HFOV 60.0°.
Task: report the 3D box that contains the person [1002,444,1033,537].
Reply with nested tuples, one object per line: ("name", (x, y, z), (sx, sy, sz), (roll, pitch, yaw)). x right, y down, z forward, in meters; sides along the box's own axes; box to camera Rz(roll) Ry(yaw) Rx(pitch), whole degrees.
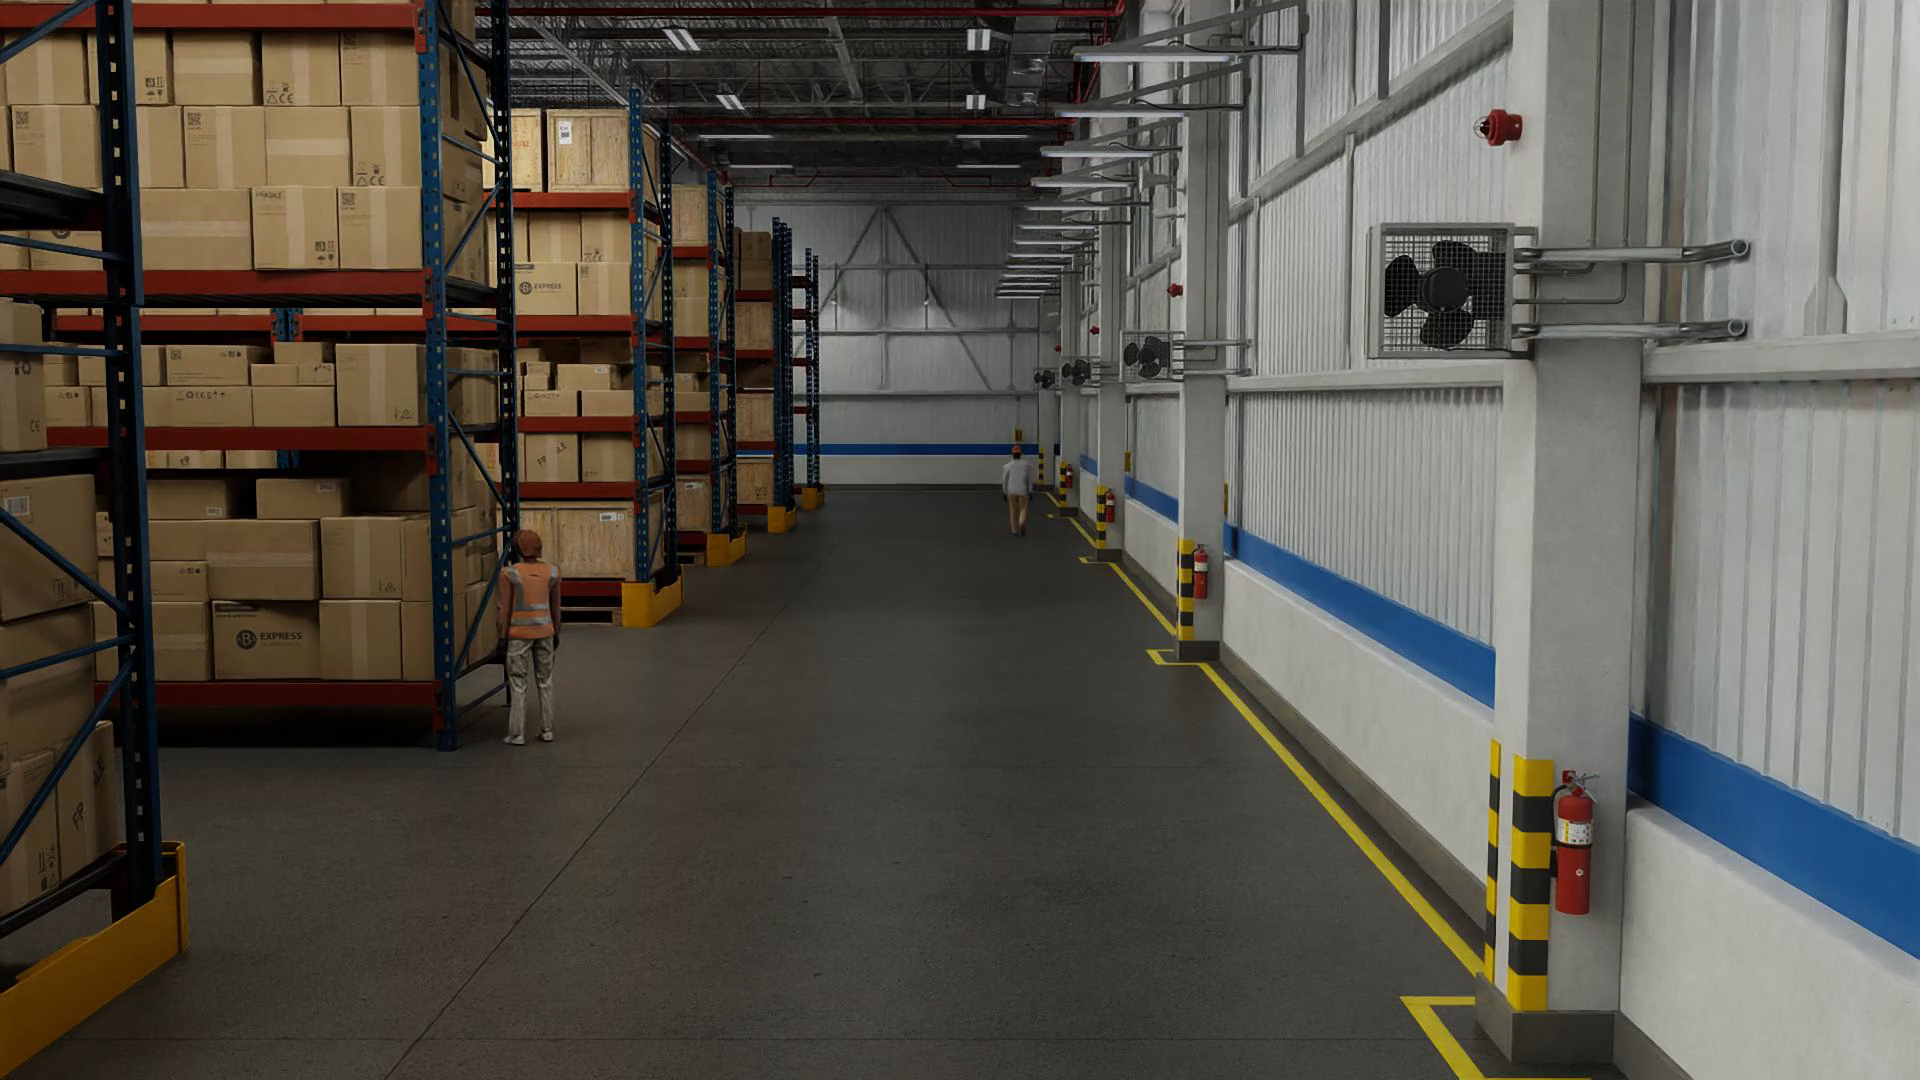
("person", (1.078, -0.927, 31.262), (0.592, 1.735, 0.380), (0, 5, 4))

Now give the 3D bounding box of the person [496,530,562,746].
("person", (-3.244, 0.734, 12.559), (0.524, 1.631, 0.318), (-4, 7, -42))
